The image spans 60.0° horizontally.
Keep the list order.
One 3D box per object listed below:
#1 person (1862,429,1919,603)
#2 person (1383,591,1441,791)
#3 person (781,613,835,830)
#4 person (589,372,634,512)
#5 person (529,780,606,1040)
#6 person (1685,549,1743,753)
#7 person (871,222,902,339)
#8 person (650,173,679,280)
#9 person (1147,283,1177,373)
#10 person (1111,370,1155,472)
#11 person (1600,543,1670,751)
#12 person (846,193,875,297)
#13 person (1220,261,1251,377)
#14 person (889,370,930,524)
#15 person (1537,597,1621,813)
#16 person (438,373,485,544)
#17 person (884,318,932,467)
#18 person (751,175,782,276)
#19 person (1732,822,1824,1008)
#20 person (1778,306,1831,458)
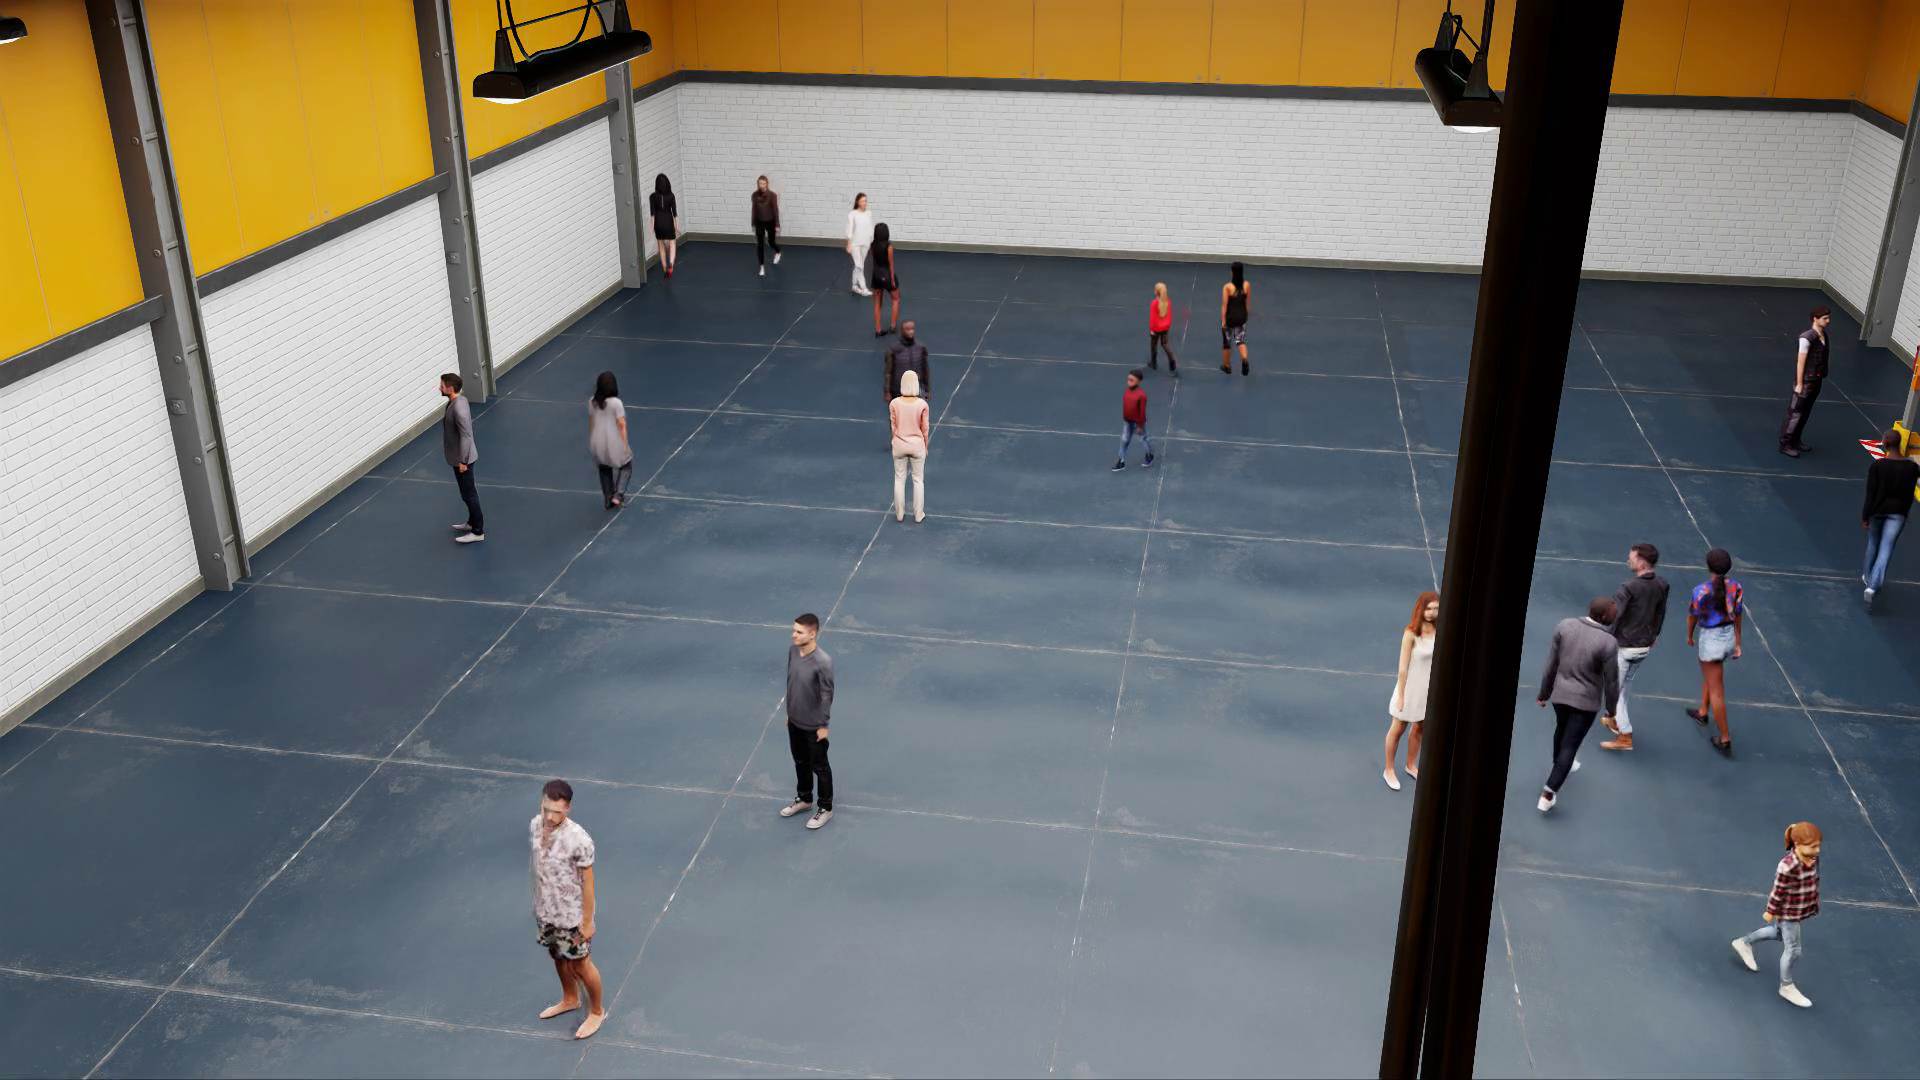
[{"bbox_3d":[9.184,-0.205,16.474,0.854,1.701,1.194,13,27,28],"label":"person"},{"bbox_3d":[3.655,1.179,13.299,0.640,1.709,0.662,-8,25,-18],"label":"person"},{"bbox_3d":[-1.163,1.367,12.804,0.702,1.761,0.713,19,30,37],"label":"person"},{"bbox_3d":[-3.958,-1.066,18.574,0.657,1.597,0.707,8,25,18],"label":"person"},{"bbox_3d":[-2.521,2.306,10.594,0.750,1.809,0.770,-21,31,-39],"label":"person"},{"bbox_3d":[6.323,0.956,13.823,0.815,1.696,1.021,-5,24,-10],"label":"person"},{"bbox_3d":[-1.194,-3.842,24.759,0.754,1.730,0.818,17,29,34],"label":"person"},{"bbox_3d":[-4.934,-5.162,27.707,0.734,1.788,0.900,-3,24,-7],"label":"person"},{"bbox_3d":[2.846,-2.972,23.341,0.754,1.271,0.864,-12,26,-25],"label":"person"},{"bbox_3d":[2.144,-1.438,19.885,0.793,1.228,0.930,21,31,40],"label":"person"},{"bbox_3d":[5.571,0.888,13.815,0.906,1.827,0.986,-7,24,-15],"label":"person"},{"bbox_3d":[-1.683,-4.832,27.107,0.953,1.663,0.981,-18,30,-36],"label":"person"},{"bbox_3d":[3.847,-3.042,23.035,0.833,1.645,1.025,-7,24,-15],"label":"person"},{"bbox_3d":[-0.565,-1.036,18.346,0.610,1.725,0.551,1,24,3],"label":"person"},{"bbox_3d":[4.767,1.305,12.946,1.183,1.761,1.122,-20,31,-38],"label":"person"},{"bbox_3d":[-5.346,-0.900,17.852,0.839,1.872,0.709,-8,25,-17],"label":"person"},{"bbox_3d":[-0.660,-1.792,19.947,0.861,1.827,0.892,-10,25,-21],"label":"person"},{"bbox_3d":[-3.289,-5.388,28.376,0.668,1.665,1.038,4,24,10],"label":"person"},{"bbox_3d":[5.453,2.395,11.036,0.857,1.293,0.922,-15,28,-31],"label":"person"},{"bbox_3d":[10.332,-1.957,20.298,0.727,1.849,0.798,-17,29,-34],"label":"person"}]
